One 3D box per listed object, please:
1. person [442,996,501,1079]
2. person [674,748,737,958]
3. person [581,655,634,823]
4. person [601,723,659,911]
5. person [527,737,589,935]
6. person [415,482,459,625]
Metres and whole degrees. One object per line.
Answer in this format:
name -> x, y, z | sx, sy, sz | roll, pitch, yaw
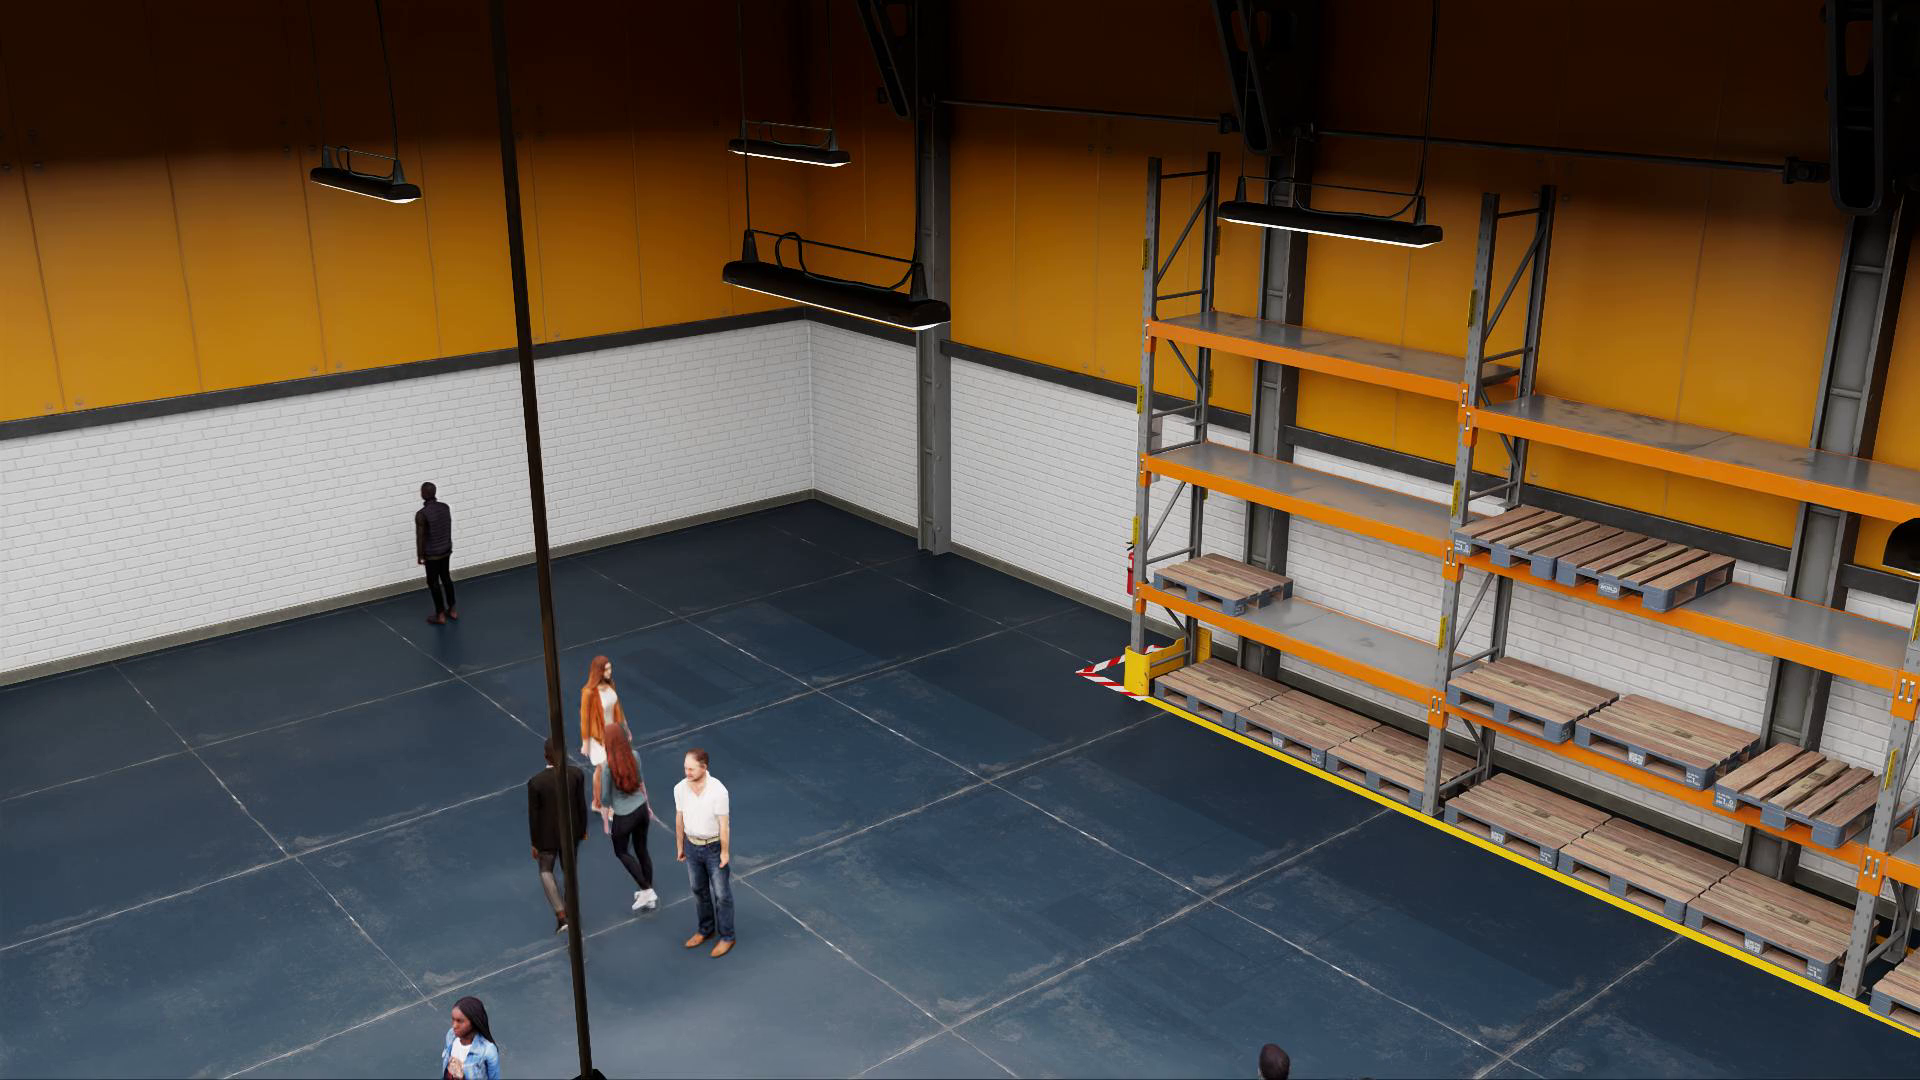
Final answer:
person -> -3.096, 3.679, 10.658 | 0.579, 1.713, 0.724 | 10, 21, 27
person -> -2.090, 2.544, 13.816 | 0.657, 1.848, 0.796 | 9, 21, 25
person -> -3.529, 1.881, 16.016 | 0.829, 1.701, 0.781 | 7, 20, 19
person -> -2.825, 2.429, 14.377 | 0.836, 1.709, 0.704 | 13, 23, 34
person -> -3.338, 2.517, 13.989 | 0.745, 1.791, 0.865 | -11, 21, -29
person -> -6.594, 0.152, 20.940 | 0.716, 1.835, 0.767 | 9, 21, 25
